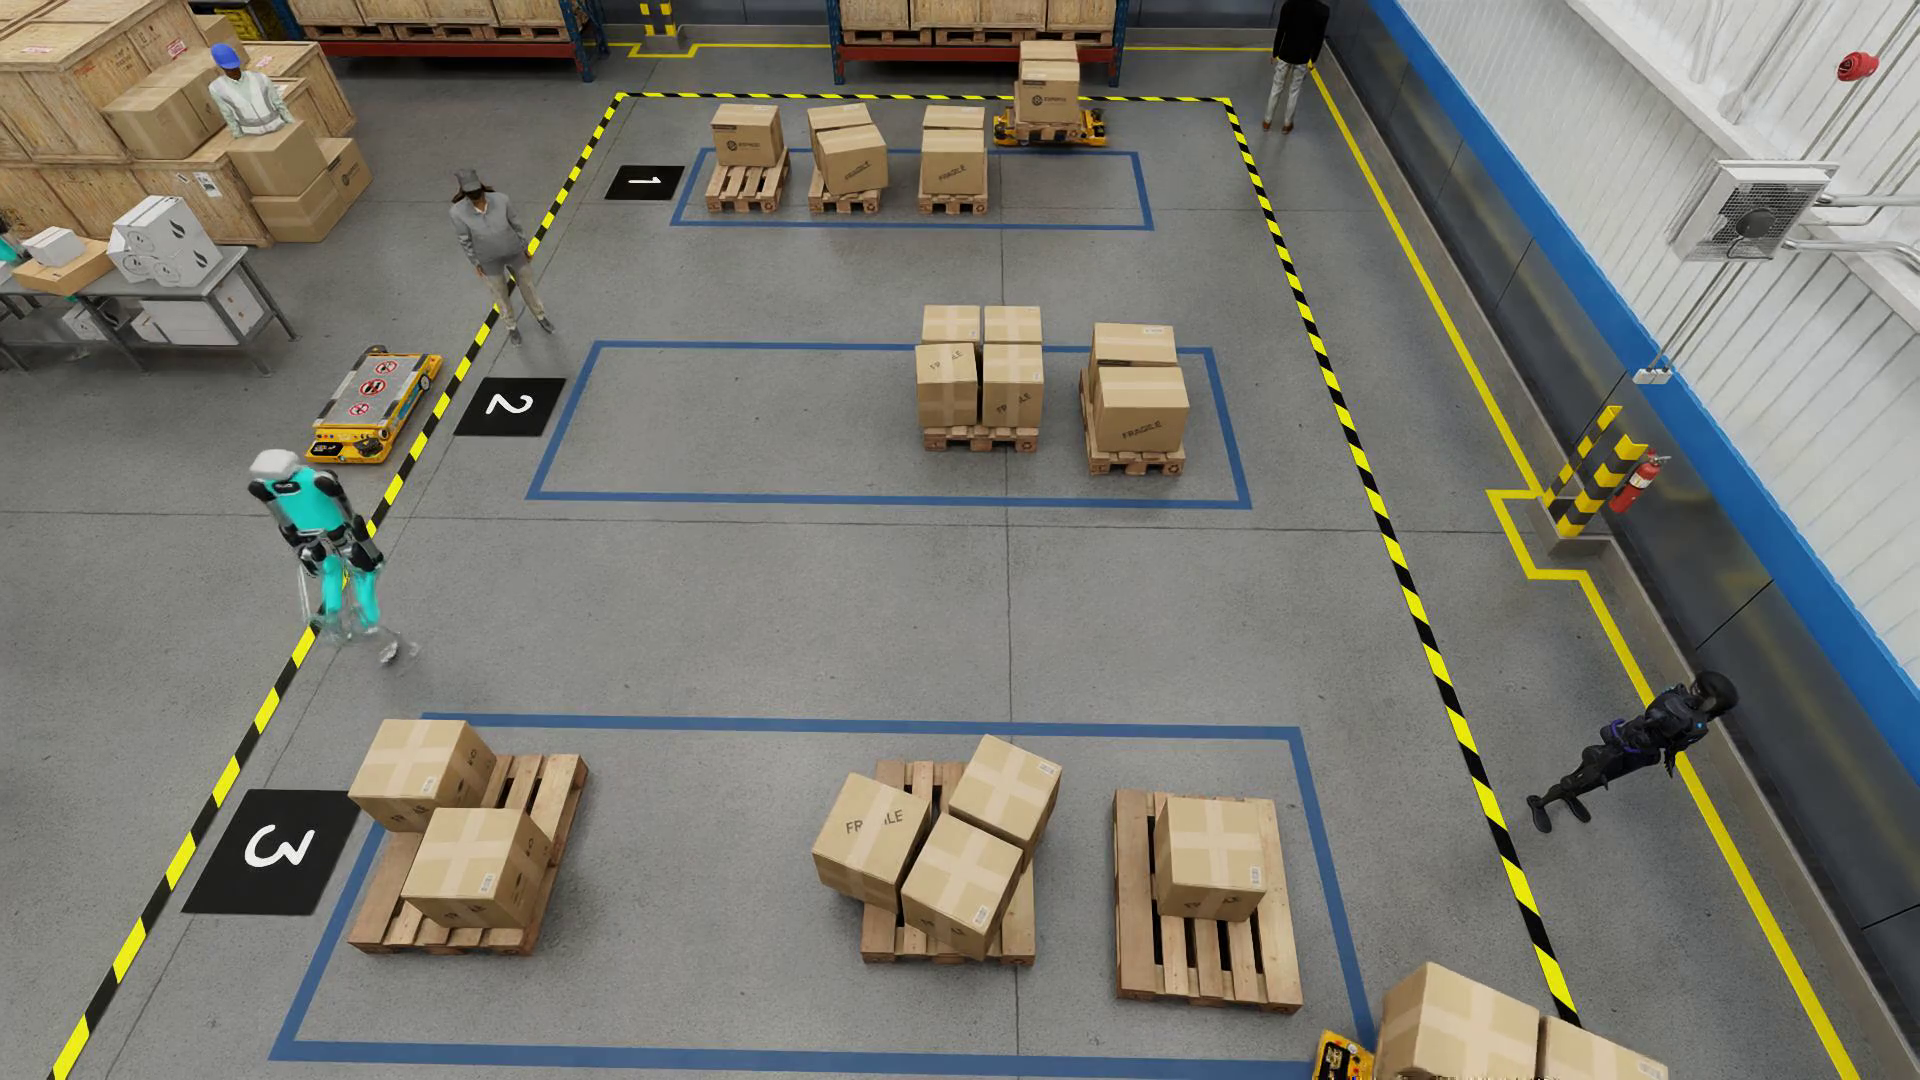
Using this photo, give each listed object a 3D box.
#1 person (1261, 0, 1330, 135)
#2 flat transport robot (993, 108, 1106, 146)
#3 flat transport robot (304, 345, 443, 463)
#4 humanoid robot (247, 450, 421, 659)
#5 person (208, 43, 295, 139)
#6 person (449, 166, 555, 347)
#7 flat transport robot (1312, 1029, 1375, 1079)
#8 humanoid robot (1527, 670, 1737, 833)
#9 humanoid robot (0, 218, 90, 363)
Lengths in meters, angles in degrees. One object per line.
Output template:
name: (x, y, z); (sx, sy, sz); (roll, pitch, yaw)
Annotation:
person: (4.168, -6.033, 11.415); (0.587, 1.884, 0.361); (17, 52, 14)
flat transport robot: (1.151, -5.383, 11.904); (1.431, 0.197, 0.652); (1, 50, 1)
flat transport robot: (-5.383, -1.269, 8.441); (0.659, 0.231, 1.431); (1, 50, 1)
humanoid robot: (-4.236, 0.267, 6.205); (0.555, 1.813, 0.787); (-3, 50, -3)
person: (-7.529, -4.398, 9.997); (0.602, 1.939, 0.412); (-33, 57, -25)
person: (-4.336, -2.686, 8.655); (0.564, 1.769, 0.394); (-28, 55, -22)
flat transport robot: (2.526, 3.161, 4.674); (1.431, 0.197, 0.652); (21, 53, 17)
humanoid robot: (3.949, 1.252, 5.377); (0.599, 1.655, 0.315); (-8, 50, -7)
humanoid robot: (-8.533, -2.533, 8.538); (0.543, 1.734, 0.966); (6, 50, 5)
